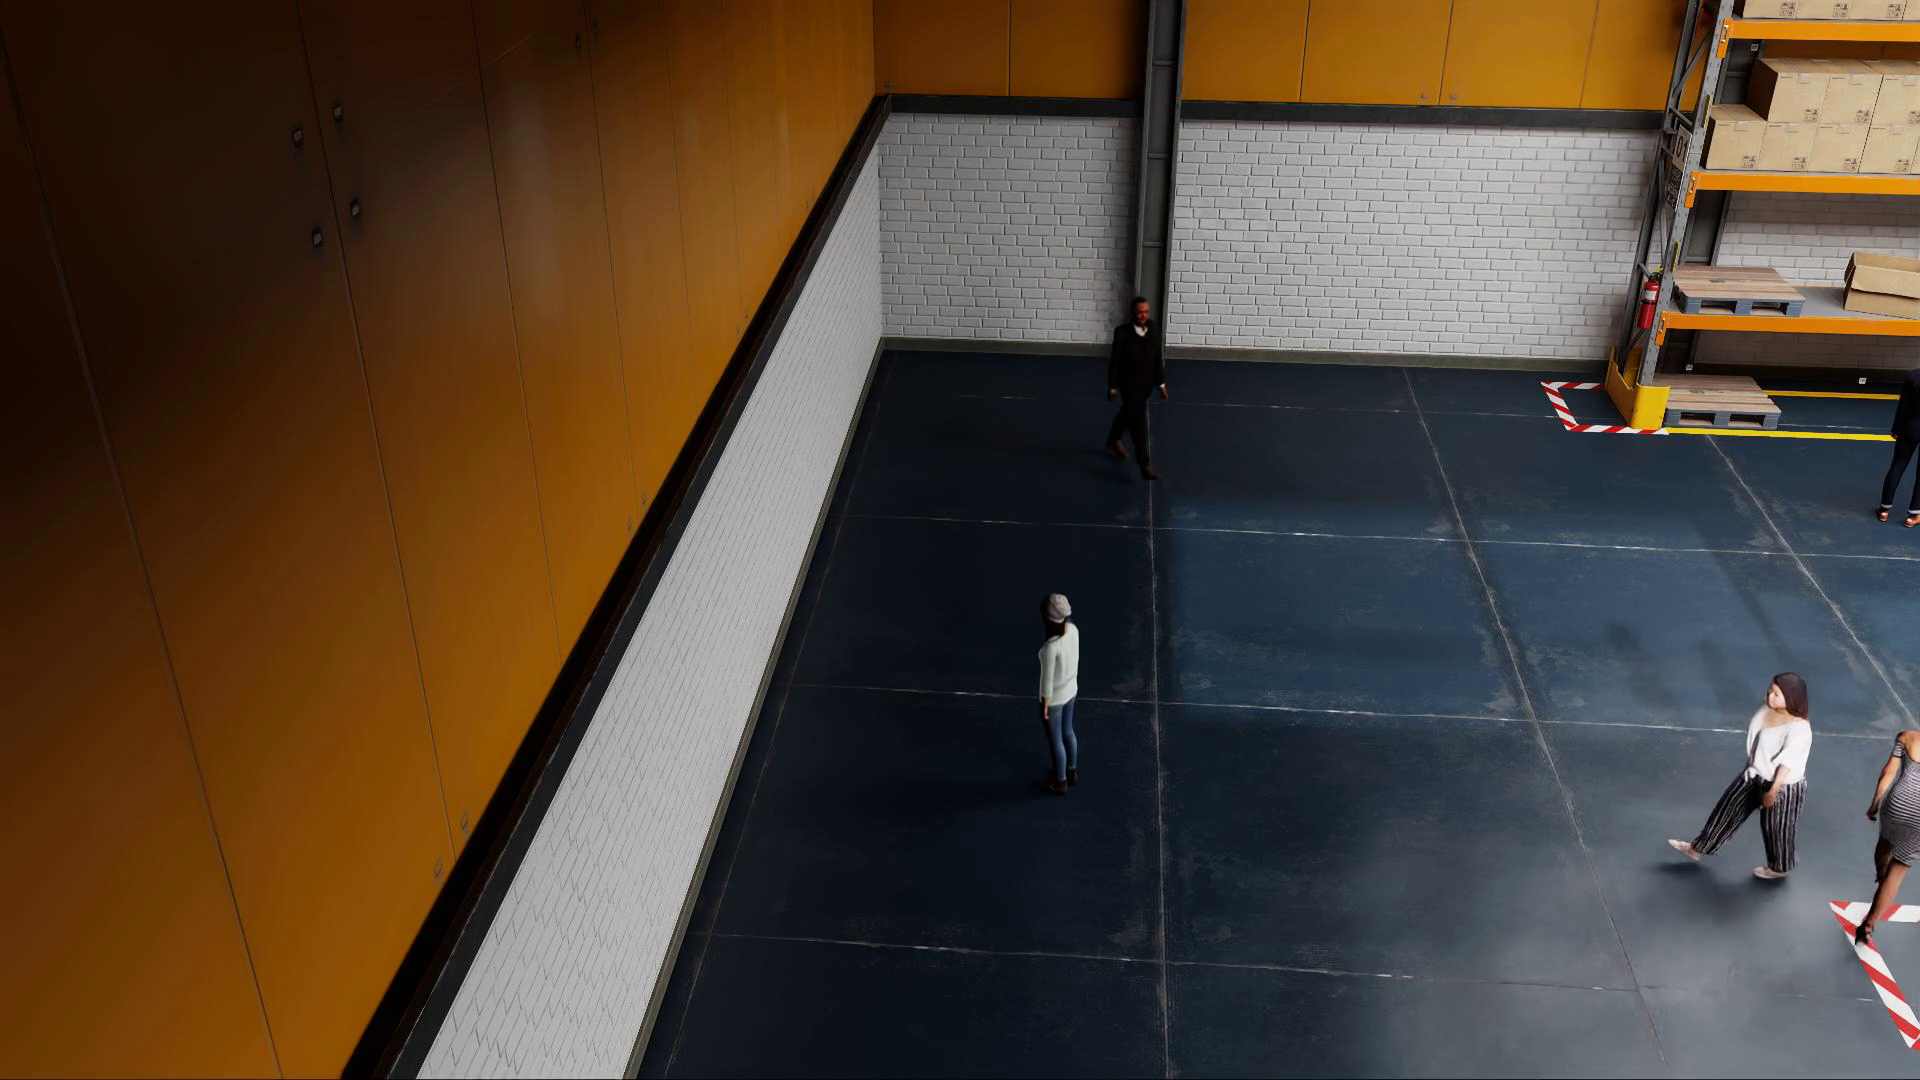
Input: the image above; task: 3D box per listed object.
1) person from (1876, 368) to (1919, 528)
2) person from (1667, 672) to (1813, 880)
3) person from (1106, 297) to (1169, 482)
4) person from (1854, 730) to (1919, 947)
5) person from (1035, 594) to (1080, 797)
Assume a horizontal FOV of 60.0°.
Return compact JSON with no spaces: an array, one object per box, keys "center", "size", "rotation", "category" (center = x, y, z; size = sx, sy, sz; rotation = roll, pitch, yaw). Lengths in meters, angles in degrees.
[{"center":[9.119,-1.000,15.777],"size":[0.734,1.817,0.849],"rotation":[20,34,32],"category":"person"},{"center":[5.543,1.609,11.182],"size":[1.084,1.637,0.765],"rotation":[0,29,0],"category":"person"},{"center":[1.727,-1.581,16.815],"size":[1.328,1.843,1.244],"rotation":[-15,32,-26],"category":"person"},{"center":[6.002,1.839,10.604],"size":[1.082,1.787,1.034],"rotation":[-23,36,-36],"category":"person"},{"center":[0.719,1.109,12.088],"size":[0.655,1.647,0.641],"rotation":[18,33,29],"category":"person"}]
